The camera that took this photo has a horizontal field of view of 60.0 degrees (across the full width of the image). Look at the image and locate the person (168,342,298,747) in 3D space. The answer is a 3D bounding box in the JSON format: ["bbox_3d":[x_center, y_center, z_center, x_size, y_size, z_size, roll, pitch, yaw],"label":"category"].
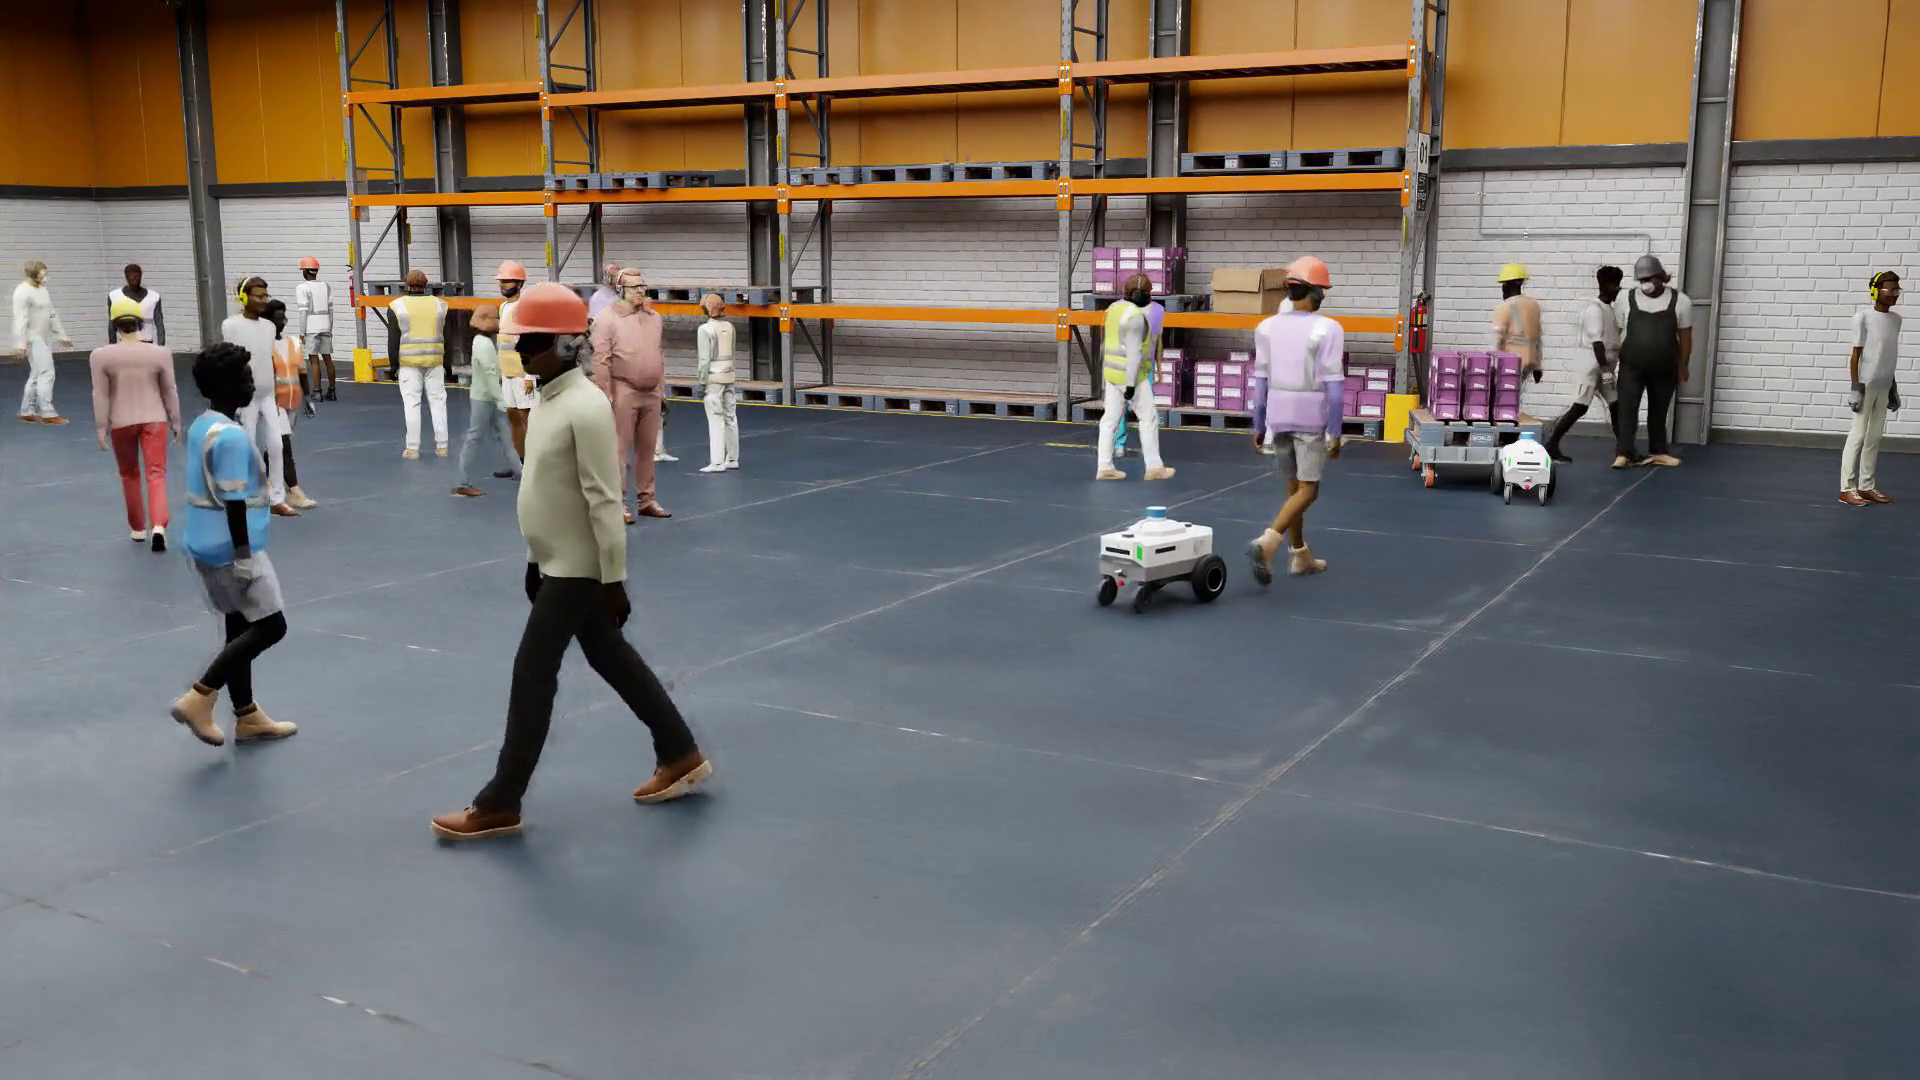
[{"bbox_3d":[-2.995,0.038,6.771,0.430,1.684,0.538,-8,13,-38],"label":"person"}]

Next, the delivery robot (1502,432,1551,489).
[{"bbox_3d":[4.608,-0.636,13.538,0.477,0.478,0.707,3,10,15],"label":"delivery robot"}]

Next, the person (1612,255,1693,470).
[{"bbox_3d":[6.414,-1.674,15.472,0.707,2.000,0.731,3,11,17],"label":"person"}]

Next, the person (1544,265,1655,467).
[{"bbox_3d":[5.980,-1.618,15.607,0.970,1.914,0.611,8,13,38],"label":"person"}]

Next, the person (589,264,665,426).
[{"bbox_3d":[-3.712,-2.086,18.284,0.949,1.860,0.680,7,12,35],"label":"person"}]

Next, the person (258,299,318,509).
[{"bbox_3d":[-5.468,-1.094,13.270,0.852,1.663,0.536,5,11,27],"label":"person"}]

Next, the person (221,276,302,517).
[{"bbox_3d":[-5.449,-1.089,12.724,0.721,1.847,0.527,5,11,27],"label":"person"}]

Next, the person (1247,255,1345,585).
[{"bbox_3d":[2.029,-0.721,10.168,0.876,2.020,0.617,-10,14,-44],"label":"person"}]

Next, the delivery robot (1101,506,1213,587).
[{"bbox_3d":[1.143,0.049,9.657,0.707,0.478,0.477,-9,14,-43],"label":"delivery robot"}]

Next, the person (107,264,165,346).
[{"bbox_3d":[-9.930,-2.388,20.066,0.602,1.864,1.041,-7,12,-36],"label":"person"}]

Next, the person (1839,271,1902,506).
[{"bbox_3d":[7.336,-1.209,13.332,0.509,1.870,0.328,-4,11,-24],"label":"person"}]

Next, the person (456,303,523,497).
[{"bbox_3d":[-3.808,-1.147,13.736,0.840,1.588,0.517,-3,10,-15],"label":"person"}]

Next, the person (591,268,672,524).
[{"bbox_3d":[-2.447,-1.086,12.522,0.409,1.907,0.651,8,13,37],"label":"person"}]

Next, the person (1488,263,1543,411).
[{"bbox_3d":[5.304,-1.687,15.937,0.620,1.904,0.477,-8,13,-39],"label":"person"}]

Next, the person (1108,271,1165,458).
[{"bbox_3d":[1.711,-1.707,16.249,0.574,1.844,0.413,-1,10,-6],"label":"person"}]

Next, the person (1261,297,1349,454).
[{"bbox_3d":[3.418,-1.739,16.351,0.927,1.849,0.587,3,11,18],"label":"person"}]

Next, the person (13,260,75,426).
[{"bbox_3d":[-10.683,-2.277,19.267,0.649,1.911,0.643,-2,10,-9],"label":"person"}]

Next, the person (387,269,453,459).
[{"bbox_3d":[-5.286,-1.719,16.292,0.637,1.842,0.429,-6,12,-33],"label":"person"}]

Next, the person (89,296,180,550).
[{"bbox_3d":[-5.636,-0.800,11.410,0.529,1.732,0.850,-5,11,-27],"label":"person"}]

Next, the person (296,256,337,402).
[{"bbox_3d":[-8.586,-2.798,22.129,0.375,1.939,0.546,6,12,30],"label":"person"}]

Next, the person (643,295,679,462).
[{"bbox_3d":[-3.091,-1.514,15.782,0.730,1.610,0.520,-2,10,-11],"label":"person"}]

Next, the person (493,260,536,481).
[{"bbox_3d":[-3.940,-1.495,14.735,0.341,1.942,0.552,-10,14,-44],"label":"person"}]

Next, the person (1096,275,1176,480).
[{"bbox_3d":[1.583,-1.425,14.736,0.828,1.806,0.643,-4,11,-22],"label":"person"}]

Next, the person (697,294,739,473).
[{"bbox_3d":[-2.226,-1.432,15.245,0.314,1.636,0.517,5,11,28],"label":"person"}]

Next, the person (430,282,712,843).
[{"bbox_3d":[-1.366,0.059,5.939,1.038,1.949,0.634,-5,11,-26],"label":"person"}]
